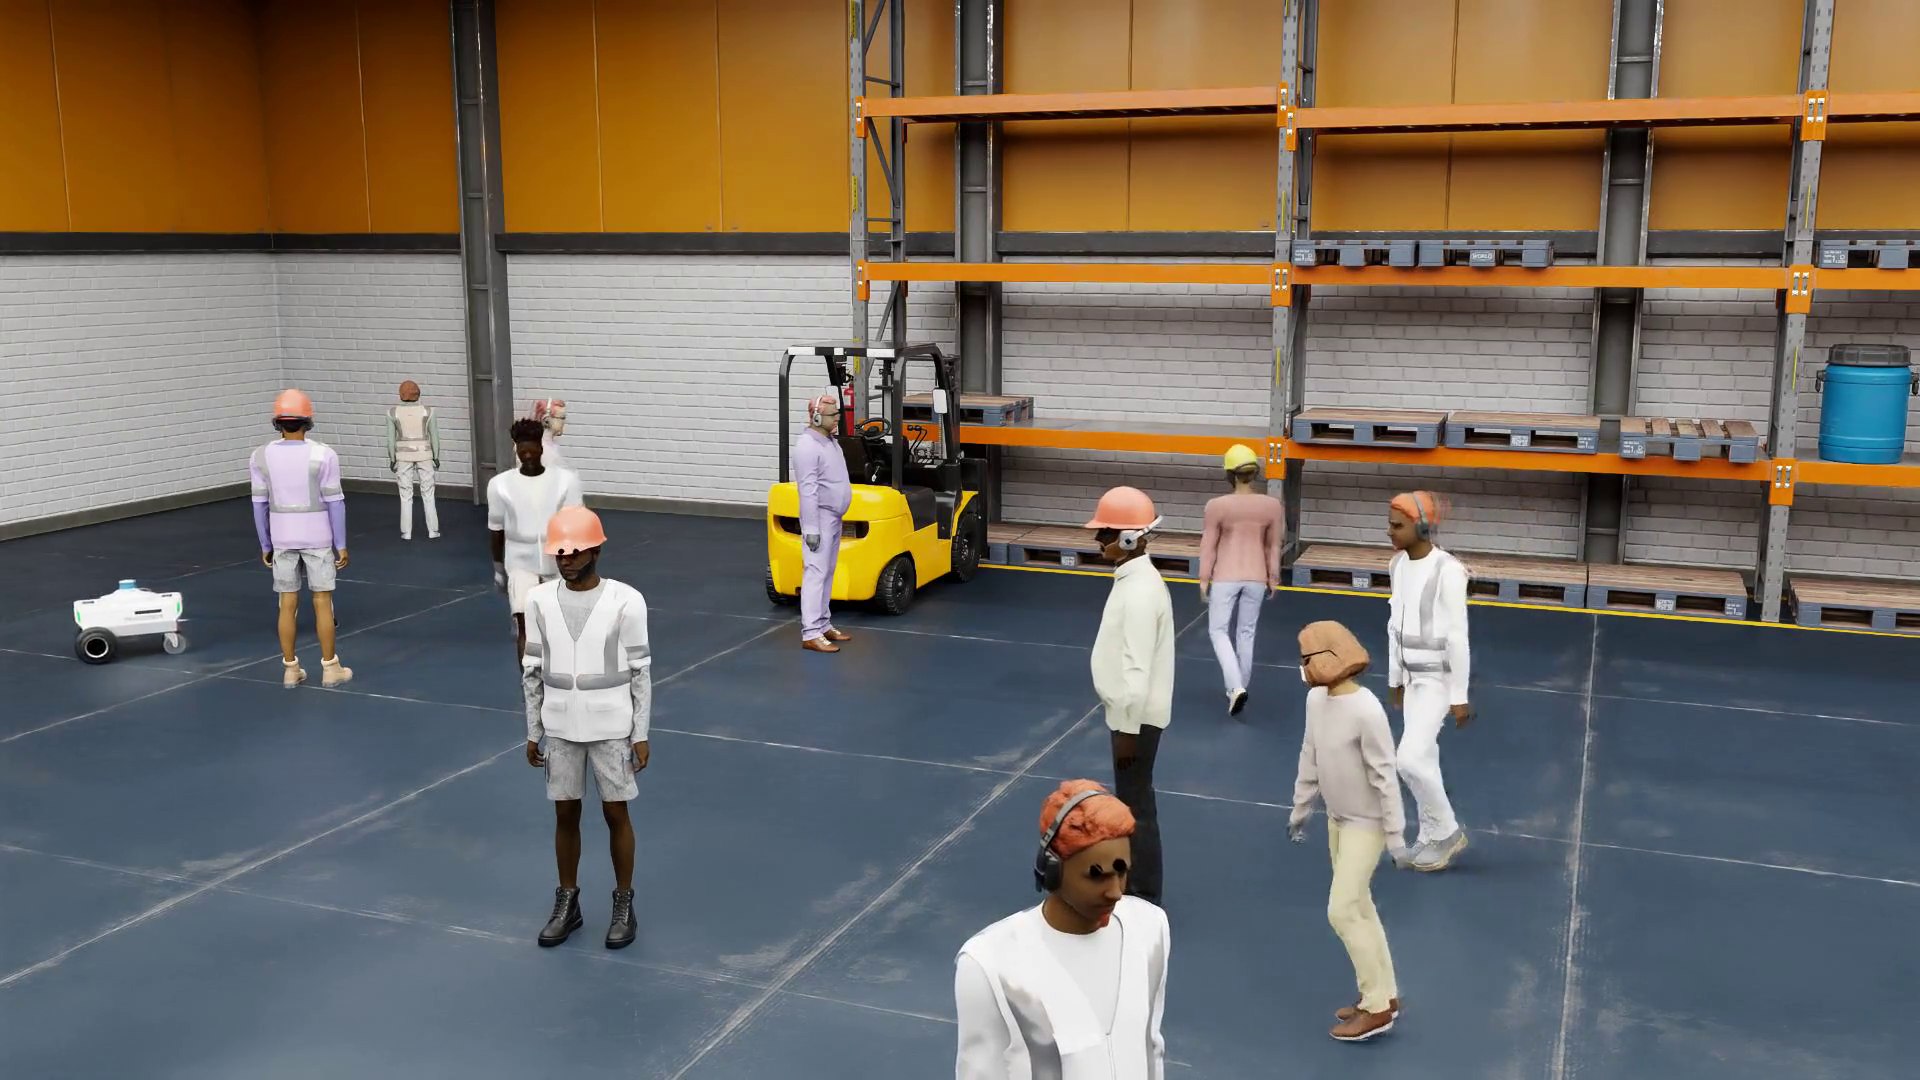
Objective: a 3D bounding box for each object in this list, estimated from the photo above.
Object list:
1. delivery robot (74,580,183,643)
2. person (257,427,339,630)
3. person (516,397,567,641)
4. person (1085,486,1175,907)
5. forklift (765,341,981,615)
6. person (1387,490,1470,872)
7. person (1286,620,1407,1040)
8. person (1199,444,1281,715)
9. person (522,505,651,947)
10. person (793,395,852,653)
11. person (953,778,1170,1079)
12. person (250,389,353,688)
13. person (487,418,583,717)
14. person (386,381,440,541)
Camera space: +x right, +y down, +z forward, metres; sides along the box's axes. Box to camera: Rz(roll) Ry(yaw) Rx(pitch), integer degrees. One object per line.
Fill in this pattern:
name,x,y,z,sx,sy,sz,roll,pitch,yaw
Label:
delivery robot,-6.100,0.536,12.213,0.707,0.478,0.477,-5,12,-27
person,-5.110,-0.176,12.867,0.590,1.837,0.404,-3,11,-15
person,-3.062,-0.144,12.572,0.717,1.876,0.653,-1,10,-7
person,0.735,0.753,7.295,0.396,1.989,0.619,1,10,3
forklift,-0.739,-0.602,14.246,1.214,2.155,2.313,4,11,21
person,2.229,0.685,7.982,0.427,1.864,0.609,-2,10,-13
person,1.512,1.101,6.411,0.462,1.591,0.533,-3,10,-14
person,1.804,0.256,10.715,0.532,1.751,0.669,-2,10,-10
person,-1.605,0.803,7.134,0.553,1.935,0.364,1,10,5
person,-1.006,-0.131,12.423,0.405,1.906,0.653,2,10,11
person,0.248,1.445,3.704,0.573,1.887,0.356,-7,12,-35
person,-4.469,-0.002,11.313,0.607,2.048,0.368,0,10,-2
person,-2.741,0.154,10.846,0.613,1.913,0.999,-3,11,-19
person,-5.550,-0.804,16.924,0.510,1.639,0.308,-3,11,-16
